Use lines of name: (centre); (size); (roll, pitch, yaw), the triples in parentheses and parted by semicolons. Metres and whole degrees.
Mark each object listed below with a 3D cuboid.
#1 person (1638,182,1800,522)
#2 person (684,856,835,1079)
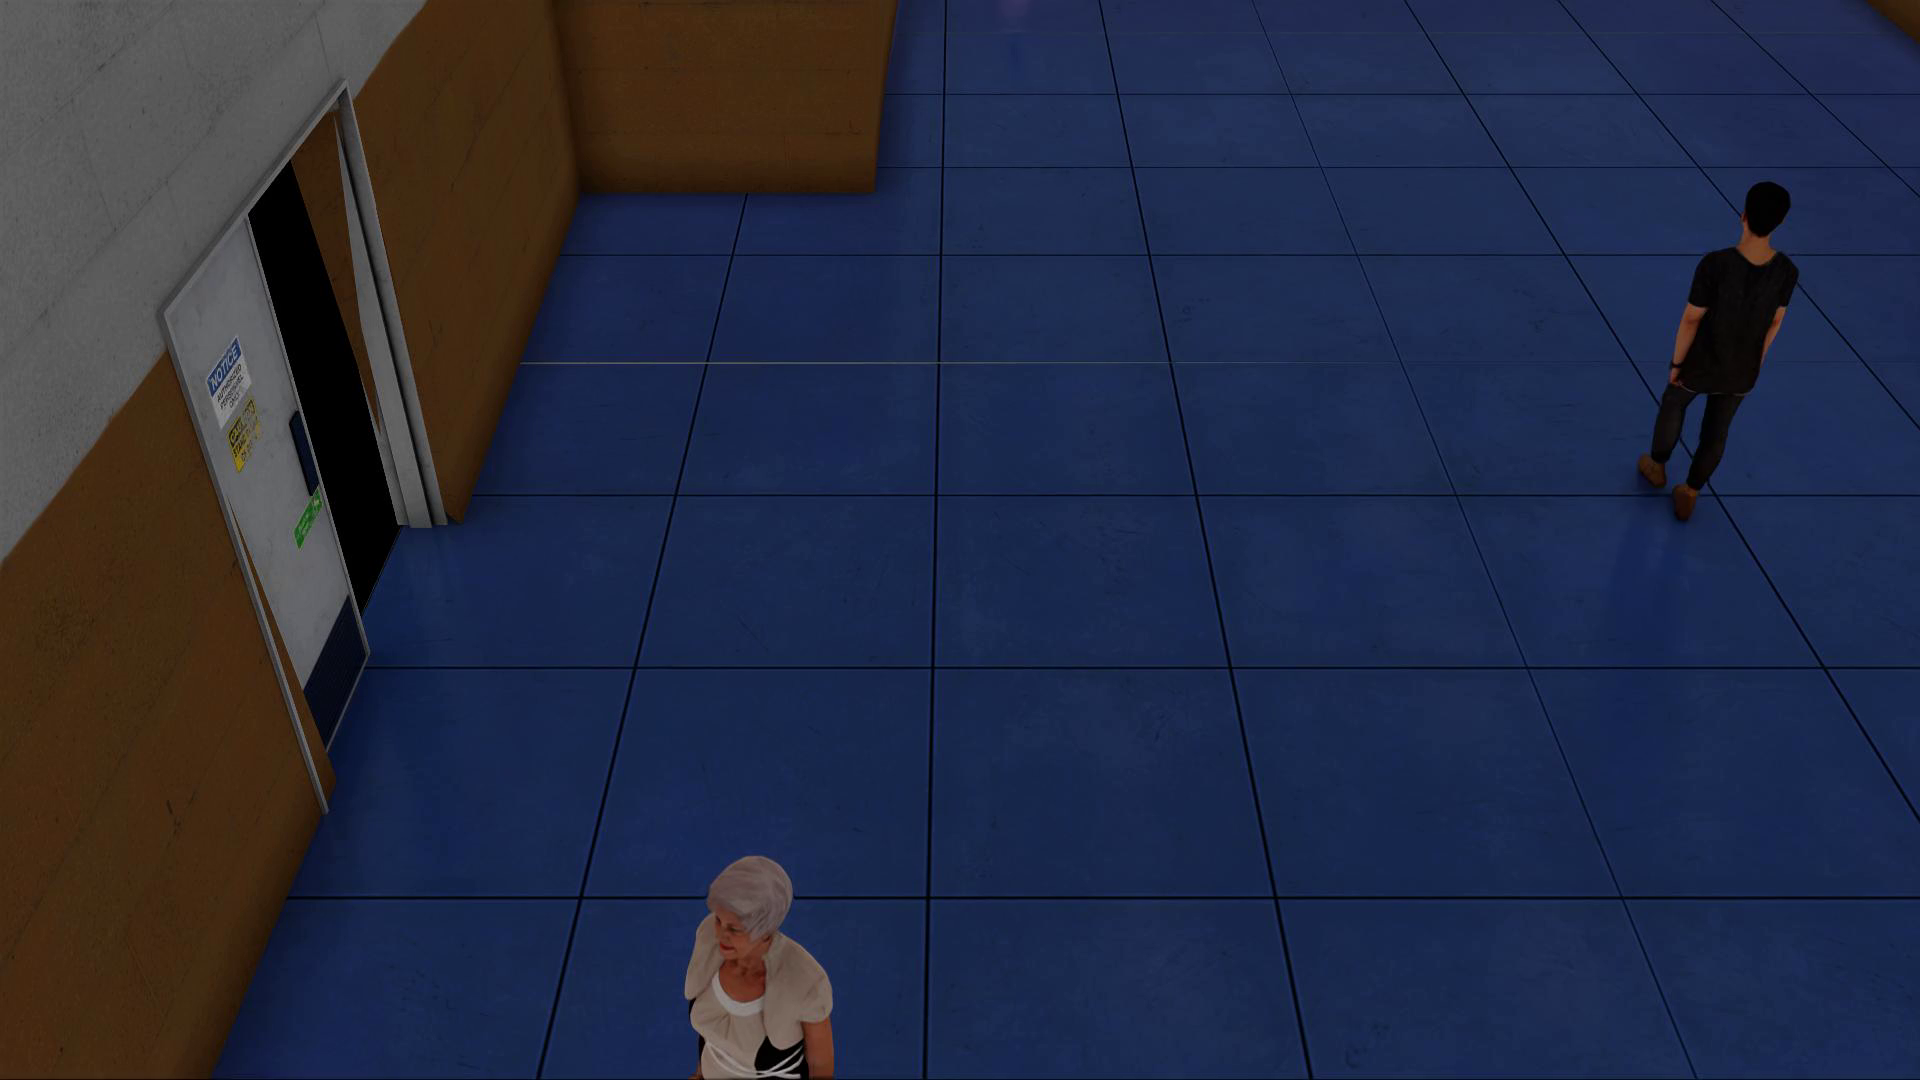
person: (3.623, -0.837, 7.910); (0.749, 1.699, 0.781); (11, 38, 14)
person: (-0.541, 1.534, 4.704); (0.667, 1.756, 0.773); (23, 42, 27)
